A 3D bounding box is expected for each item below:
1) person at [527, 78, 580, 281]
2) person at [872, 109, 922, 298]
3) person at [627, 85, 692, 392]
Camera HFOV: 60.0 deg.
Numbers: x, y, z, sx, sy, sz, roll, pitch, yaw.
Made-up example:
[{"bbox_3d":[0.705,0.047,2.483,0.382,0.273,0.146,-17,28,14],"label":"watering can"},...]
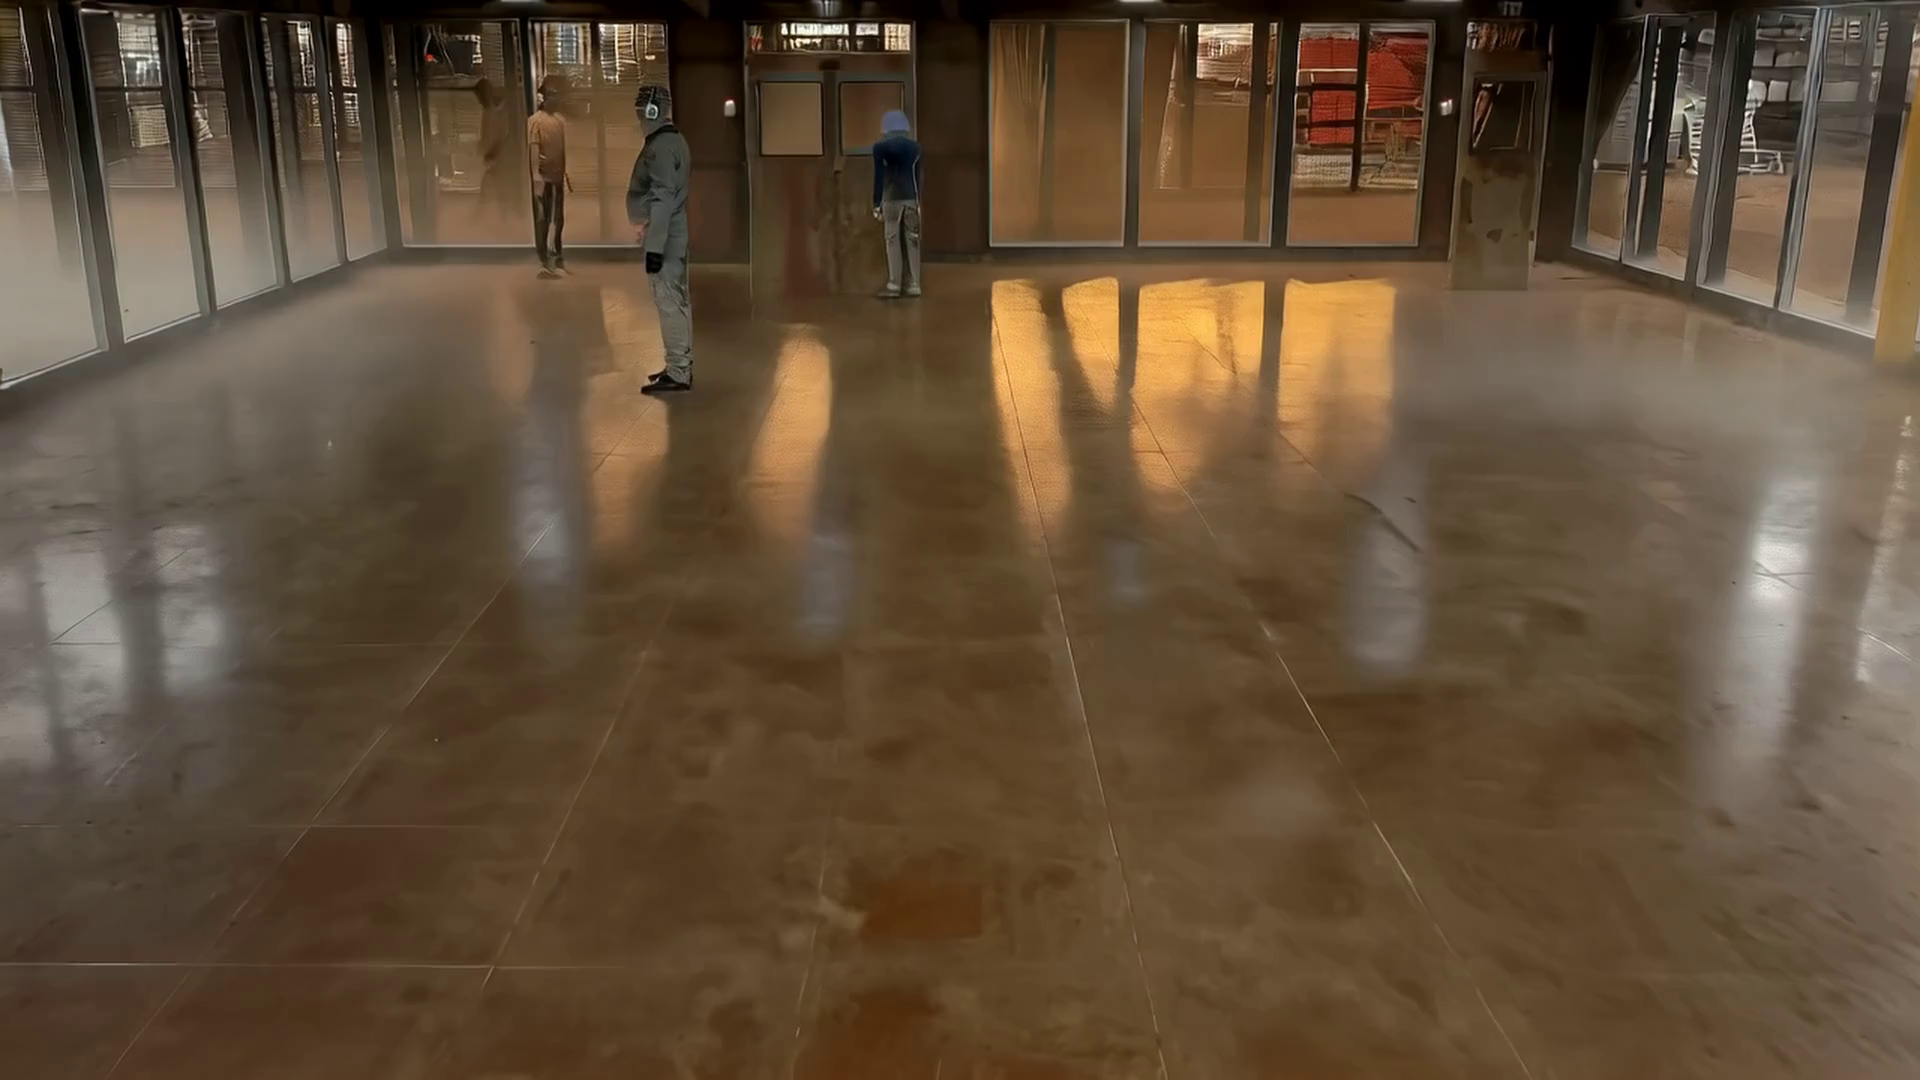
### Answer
[{"bbox_3d":[-3.854,-3.402,15.749,0.332,1.872,0.514,7,18,23],"label":"person"},{"bbox_3d":[-0.550,-2.946,14.606,0.501,1.631,0.285,-10,19,-31],"label":"person"},{"bbox_3d":[-1.899,-1.897,10.559,0.407,1.910,0.638,0,16,-1],"label":"person"}]
